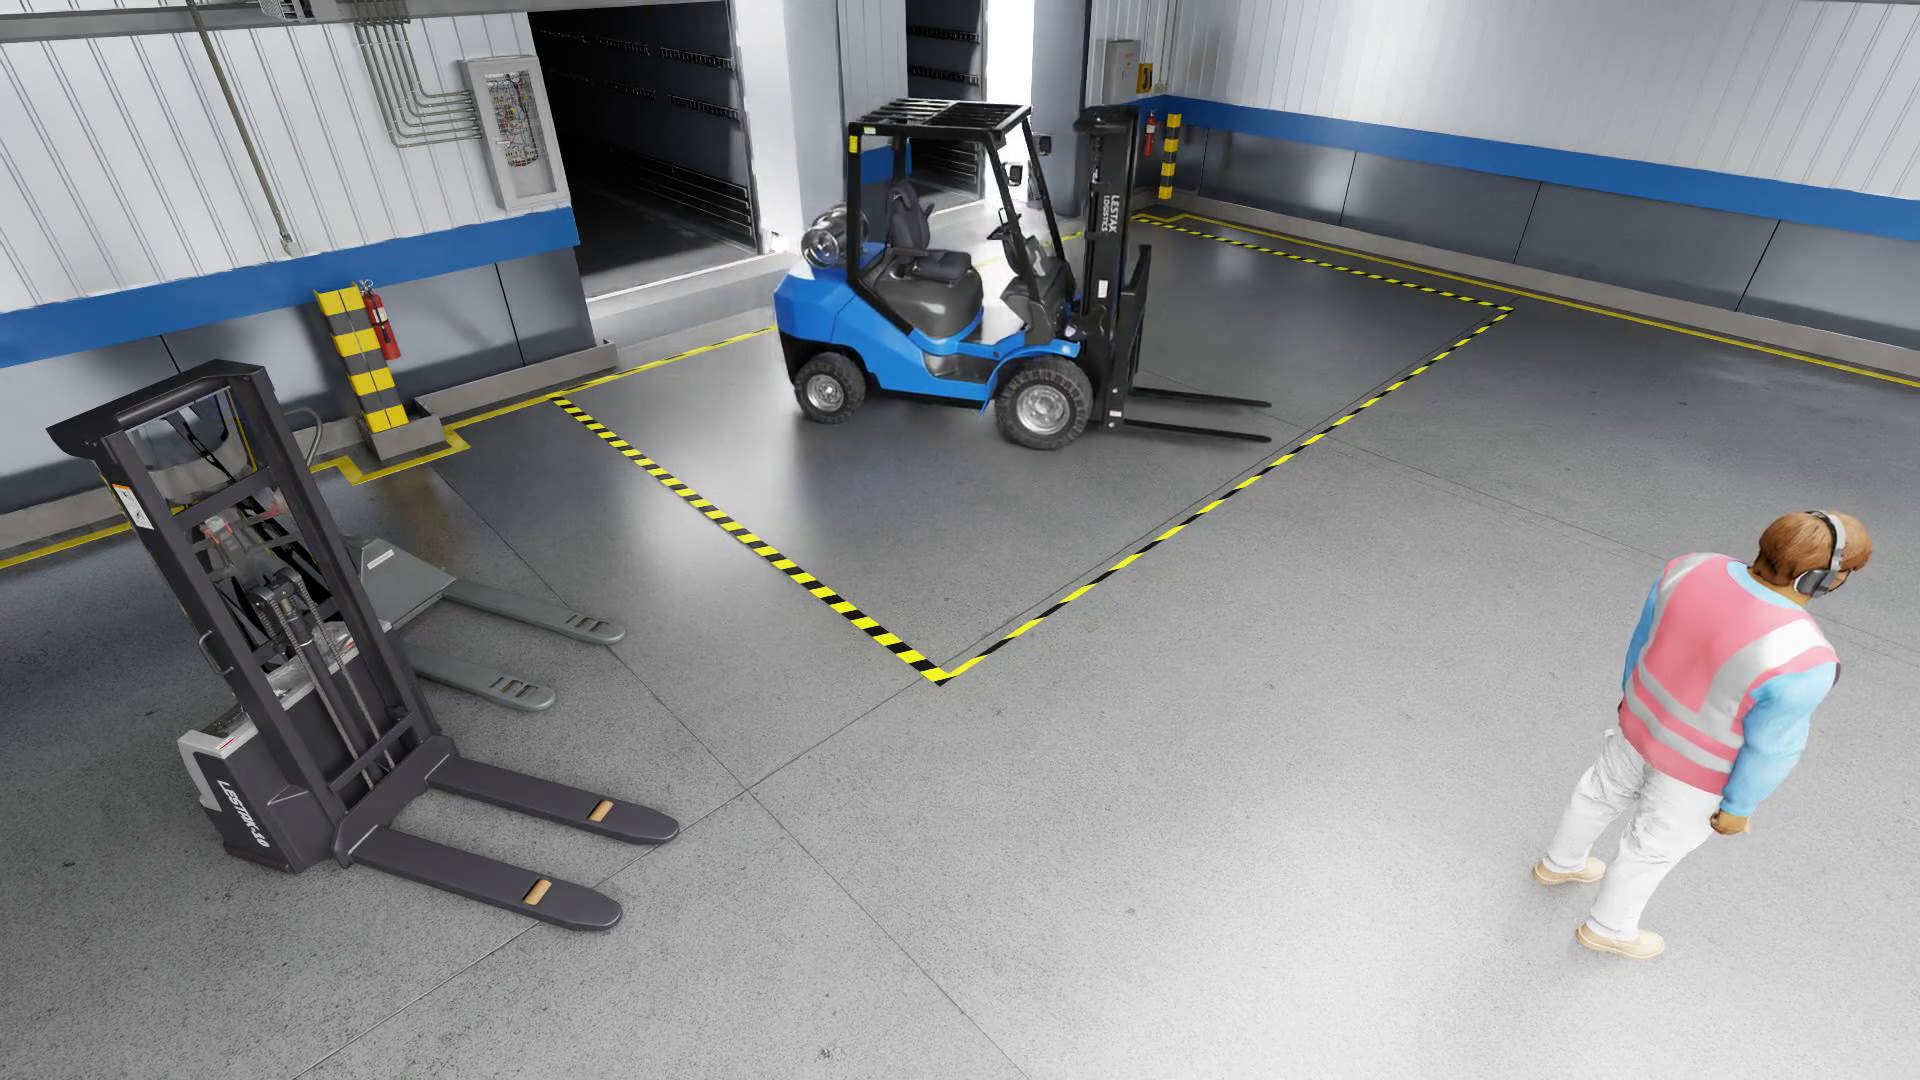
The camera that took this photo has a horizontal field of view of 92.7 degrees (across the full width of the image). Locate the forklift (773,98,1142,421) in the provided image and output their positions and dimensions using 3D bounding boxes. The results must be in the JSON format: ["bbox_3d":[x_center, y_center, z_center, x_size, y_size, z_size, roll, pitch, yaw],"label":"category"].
[{"bbox_3d":[-0.010,-2.073,6.705,2.680,2.036,1.157,9,35,13],"label":"forklift"}]

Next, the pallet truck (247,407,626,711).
[{"bbox_3d":[-2.628,0.038,4.590,1.601,1.201,0.680,12,36,18],"label":"pallet truck"}]

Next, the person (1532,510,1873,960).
[{"bbox_3d":[2.461,0.689,3.098,0.429,1.844,0.624,-1,34,-2],"label":"person"}]

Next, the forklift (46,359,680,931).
[{"bbox_3d":[-2.135,0.422,3.354,1.885,1.965,0.823,10,35,14],"label":"forklift"}]
